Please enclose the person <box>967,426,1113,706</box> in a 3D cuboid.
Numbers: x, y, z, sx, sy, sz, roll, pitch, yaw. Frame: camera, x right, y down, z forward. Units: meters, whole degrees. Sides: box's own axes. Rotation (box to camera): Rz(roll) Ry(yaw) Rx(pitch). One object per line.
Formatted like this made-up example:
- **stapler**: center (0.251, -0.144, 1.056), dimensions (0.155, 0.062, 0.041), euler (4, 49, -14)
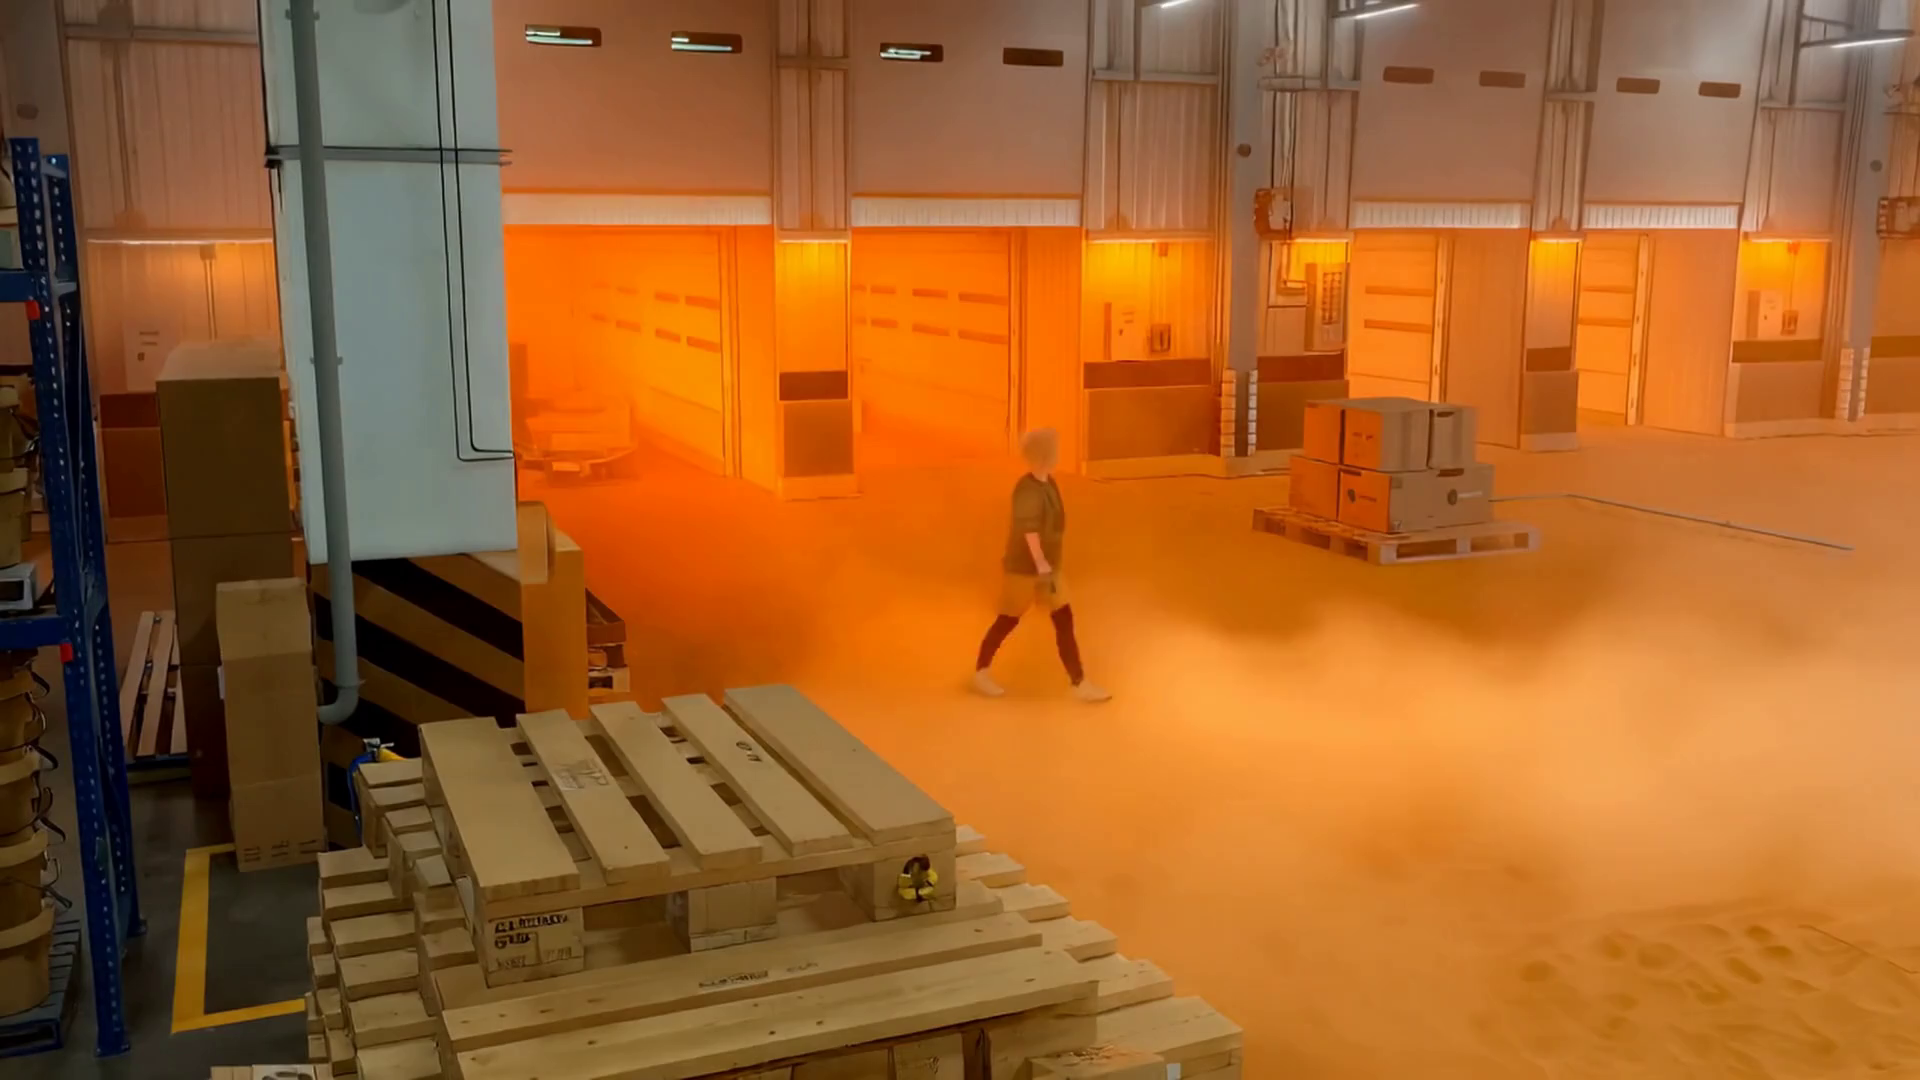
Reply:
- **person**: center (0.437, 0.154, 9.734), dimensions (0.893, 1.650, 0.530), euler (5, 12, 28)
